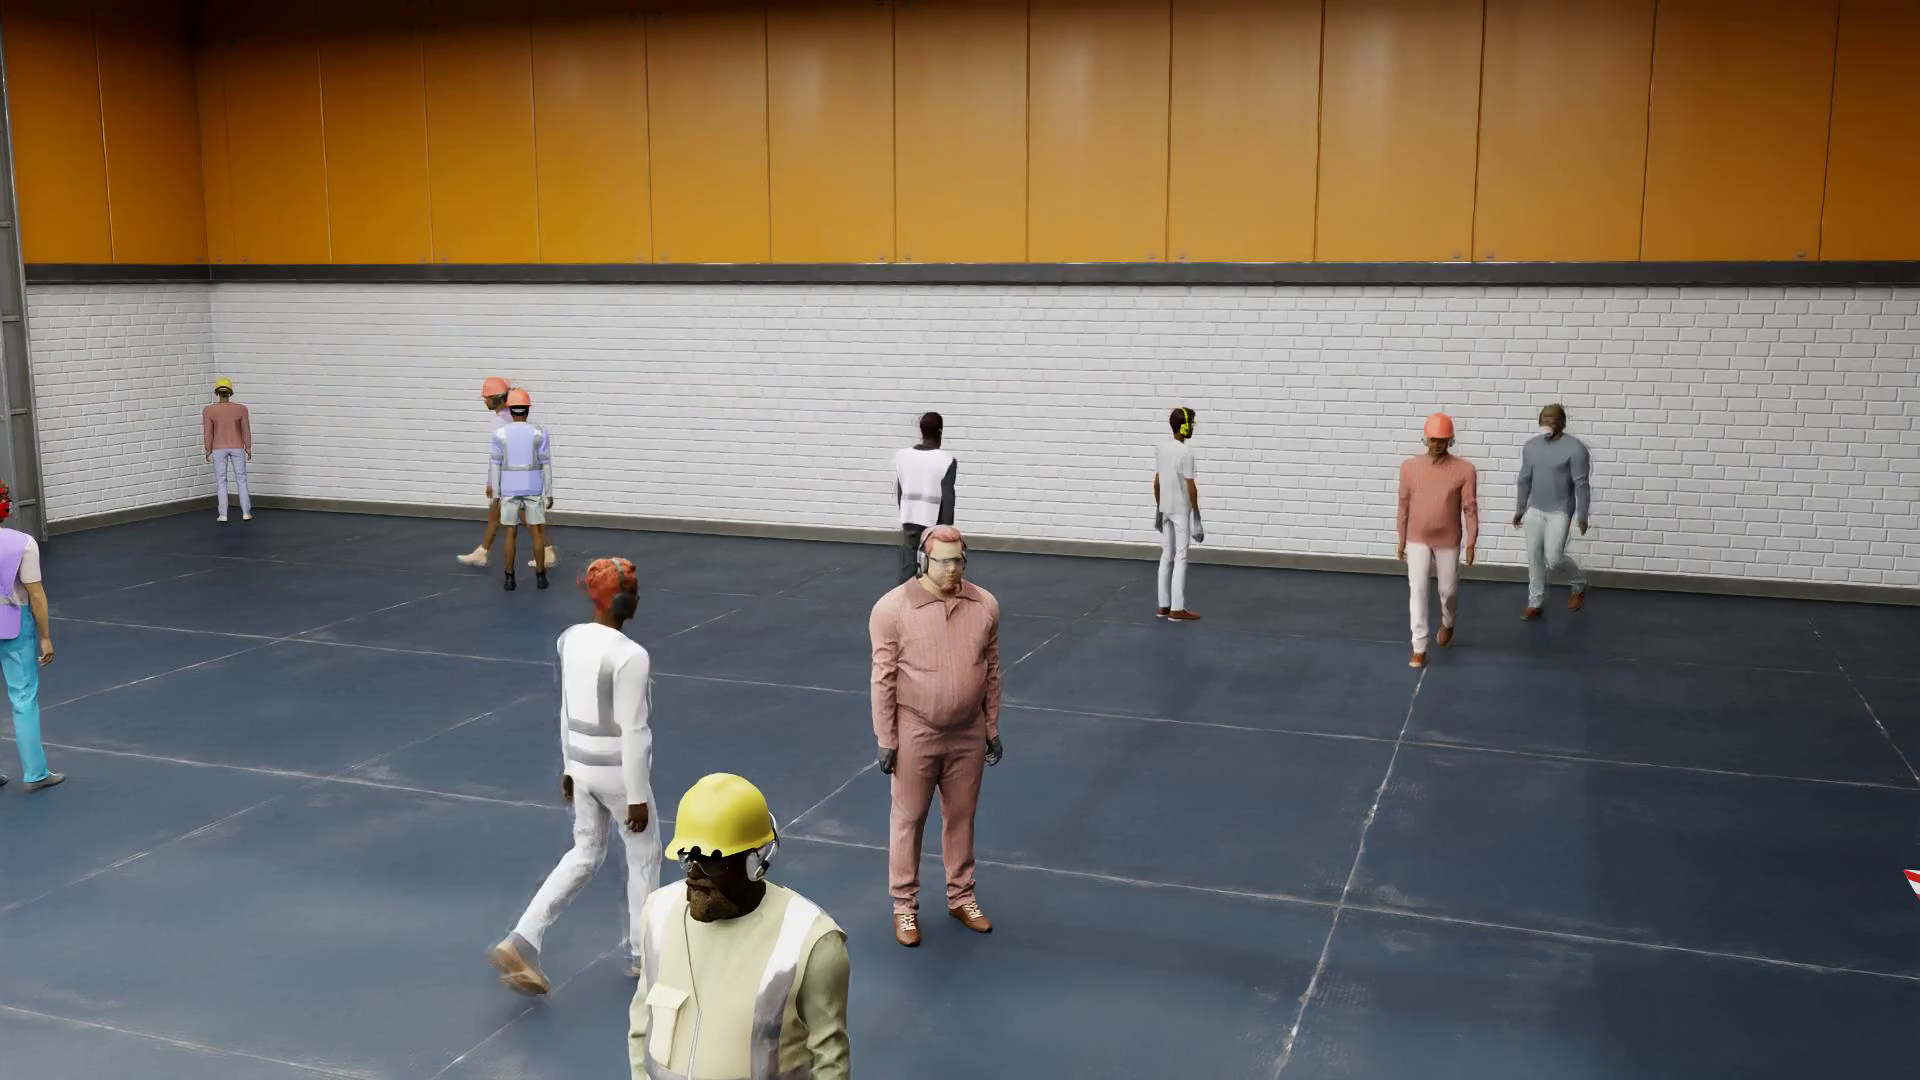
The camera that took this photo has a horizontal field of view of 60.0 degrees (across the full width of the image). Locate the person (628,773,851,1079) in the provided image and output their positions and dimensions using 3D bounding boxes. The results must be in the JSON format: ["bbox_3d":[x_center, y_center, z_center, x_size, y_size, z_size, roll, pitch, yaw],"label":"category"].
[{"bbox_3d":[-0.569,1.464,4.129,0.600,1.832,0.404,4,10,22],"label":"person"}]

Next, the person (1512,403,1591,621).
[{"bbox_3d":[5.196,-0.246,14.481,0.557,1.918,0.655,-6,11,-32],"label":"person"}]

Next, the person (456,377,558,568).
[{"bbox_3d":[-4.630,-0.675,16.985,1.079,1.978,0.614,0,9,0],"label":"person"}]

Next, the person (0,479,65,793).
[{"bbox_3d":[-5.569,0.569,9.638,0.566,1.846,0.389,0,9,-3],"label":"person"}]

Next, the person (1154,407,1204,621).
[{"bbox_3d":[1.899,-0.223,14.537,0.366,1.862,0.578,-5,11,-31],"label":"person"}]

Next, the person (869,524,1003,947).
[{"bbox_3d":[-0.088,0.874,7.569,0.643,1.908,0.411,-4,10,-25],"label":"person"}]

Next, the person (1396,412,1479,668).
[{"bbox_3d":[3.732,-0.031,13.008,0.628,1.968,0.865,4,10,24],"label":"person"}]

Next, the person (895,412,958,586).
[{"bbox_3d":[-0.275,-0.145,14.011,0.610,1.866,0.998,4,10,25],"label":"person"}]

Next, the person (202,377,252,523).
[{"bbox_3d":[-8.900,-1.096,20.218,0.533,1.767,0.327,-5,10,-29],"label":"person"}]

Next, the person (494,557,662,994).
[{"bbox_3d":[-1.554,0.998,6.982,0.587,1.857,0.842,8,12,42],"label":"person"}]

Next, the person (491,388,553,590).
[{"bbox_3d":[-4.185,-0.481,15.895,0.562,1.927,0.377,-2,9,-12],"label":"person"}]
